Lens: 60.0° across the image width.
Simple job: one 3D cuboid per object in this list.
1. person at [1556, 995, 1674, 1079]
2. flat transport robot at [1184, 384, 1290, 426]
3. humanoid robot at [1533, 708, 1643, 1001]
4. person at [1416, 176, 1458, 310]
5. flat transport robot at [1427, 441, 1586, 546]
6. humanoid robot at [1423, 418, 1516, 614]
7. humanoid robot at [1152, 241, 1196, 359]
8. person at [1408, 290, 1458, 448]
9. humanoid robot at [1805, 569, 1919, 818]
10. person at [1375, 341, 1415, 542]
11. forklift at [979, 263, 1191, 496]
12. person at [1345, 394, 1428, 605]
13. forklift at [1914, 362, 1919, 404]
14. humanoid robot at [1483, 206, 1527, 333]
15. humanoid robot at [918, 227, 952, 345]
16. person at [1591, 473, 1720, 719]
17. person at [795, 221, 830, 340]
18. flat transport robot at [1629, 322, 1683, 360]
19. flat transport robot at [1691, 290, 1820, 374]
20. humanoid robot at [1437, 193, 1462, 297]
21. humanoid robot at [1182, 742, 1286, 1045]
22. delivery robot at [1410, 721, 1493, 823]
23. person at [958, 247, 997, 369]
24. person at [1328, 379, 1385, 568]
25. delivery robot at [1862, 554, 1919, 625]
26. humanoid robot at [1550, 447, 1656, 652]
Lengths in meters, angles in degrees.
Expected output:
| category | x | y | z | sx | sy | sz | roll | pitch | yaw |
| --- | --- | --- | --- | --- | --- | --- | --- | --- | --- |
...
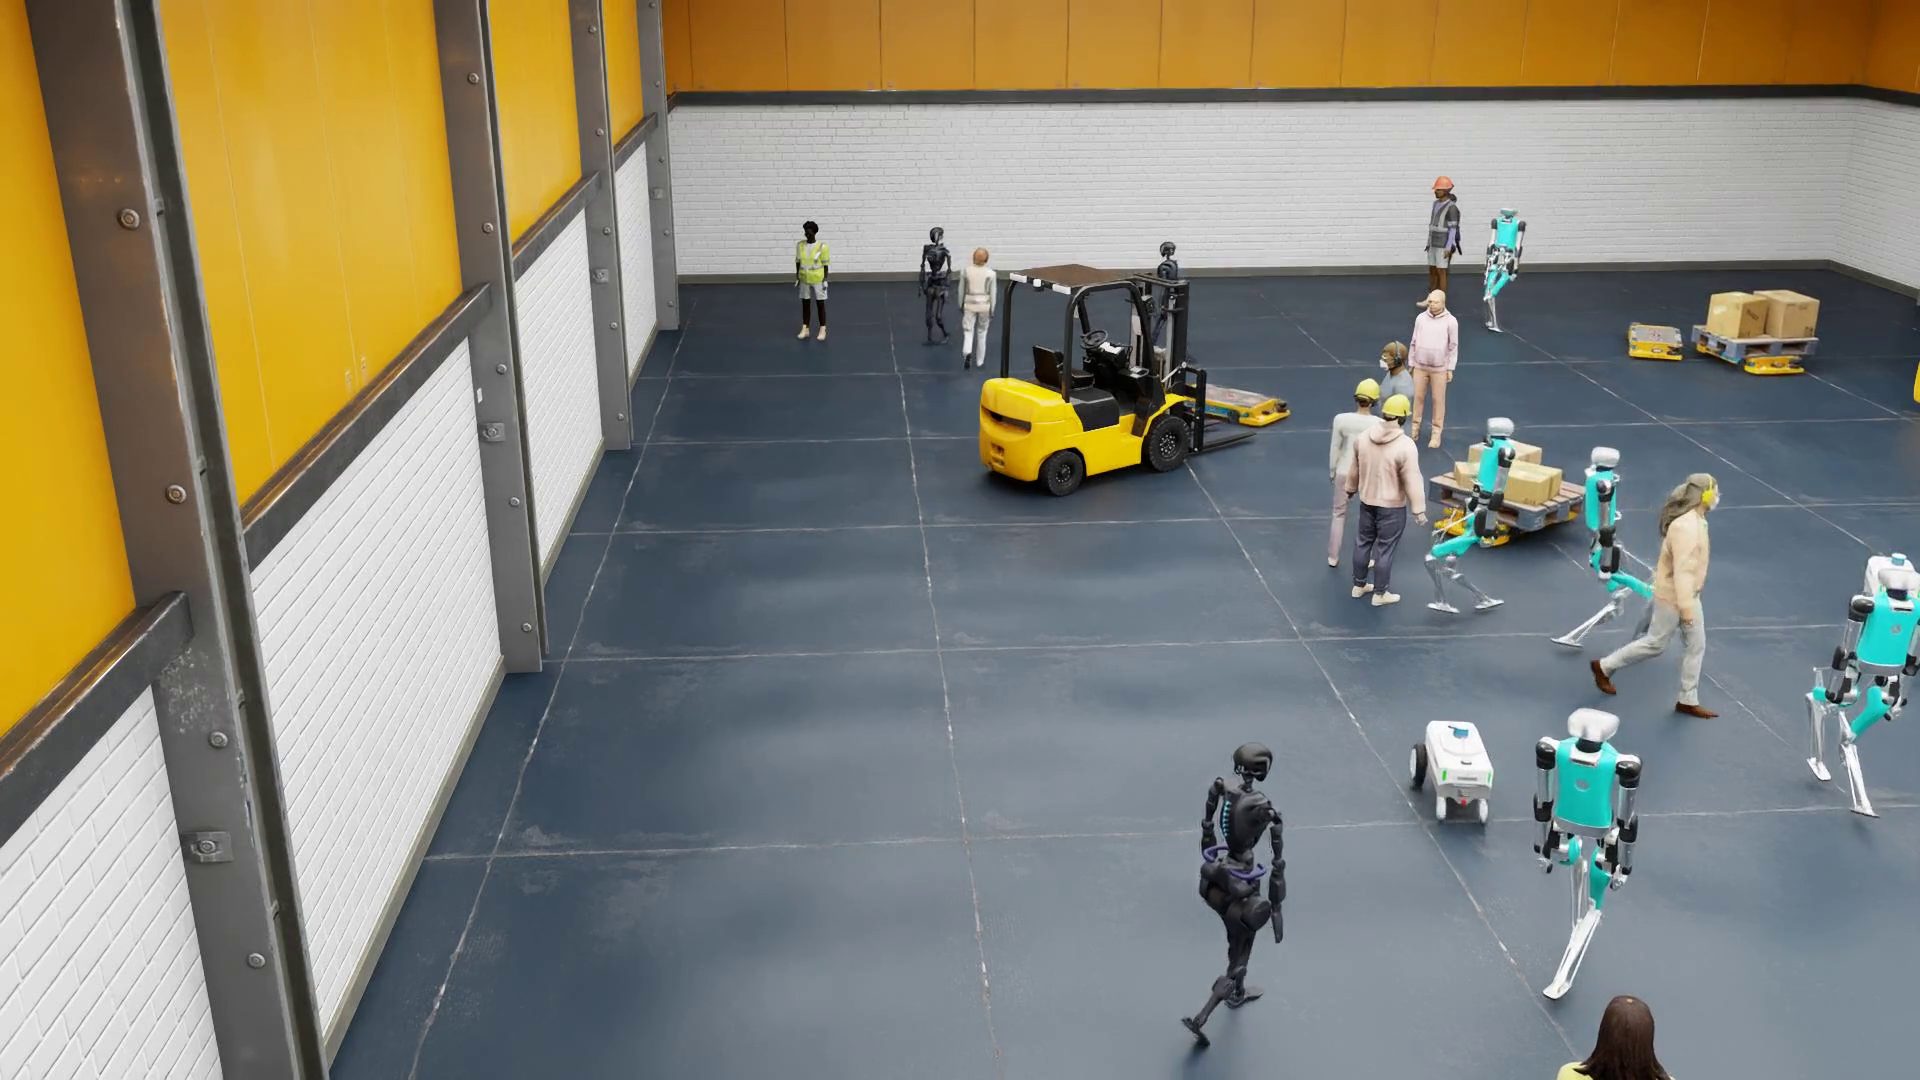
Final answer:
| category | x | y | z | sx | sy | sz | roll | pitch | yaw |
| --- | --- | --- | --- | --- | --- | --- | --- | --- | --- |
| person | 2.492 | 2.573 | 6.456 | 0.472 | 1.764 | 0.364 | 5 | 21 | 14 |
| flat transport robot | 3.200 | -1.642 | 20.101 | 1.431 | 0.231 | 0.659 | 17 | 26 | 38 |
| humanoid robot | 3.460 | 1.625 | 9.118 | 0.541 | 1.735 | 1.004 | 13 | 24 | 31 |
| person | 7.283 | -4.512 | 25.349 | 0.374 | 2.041 | 0.614 | -5 | 21 | -14 |
| flat transport robot | 5.359 | -0.240 | 16.280 | 1.431 | 0.231 | 0.659 | -15 | 25 | -35 |
| humanoid robot | 4.206 | -0.155 | 13.922 | 0.915 | 1.766 | 0.541 | 0 | 20 | 0 |
| humanoid robot | 2.808 | -3.203 | 22.380 | 0.780 | 1.628 | 0.588 | 7 | 21 | 18 |
| person | 5.303 | -1.933 | 18.695 | 0.538 | 1.781 | 0.399 | 13 | 24 | 31 |
| humanoid robot | 5.927 | 0.937 | 10.970 | 0.555 | 1.742 | 1.036 | 2 | 20 | 4 |
| person | 4.099 | -0.941 | 15.785 | 0.362 | 1.932 | 0.627 | 2 | 20 | 5 |
| forklift | 1.315 | -1.764 | 17.646 | 2.313 | 2.155 | 1.214 | -14 | 24 | -33 |
| person | 3.618 | -0.338 | 14.251 | 0.436 | 1.856 | 0.811 | -16 | 26 | -37 |
| forklift | 12.602 | -2.435 | 19.475 | 2.313 | 2.155 | 1.214 | -1 | 20 | -4 |
| humanoid robot | 7.769 | -3.907 | 24.144 | 0.881 | 1.773 | 0.585 | -19 | 27 | -42 |
| humanoid robot | -0.331 | -3.541 | 23.237 | 0.585 | 1.666 | 0.425 | 16 | 26 | 37 |
| person | 5.260 | 0.381 | 12.314 | 0.871 | 1.834 | 0.559 | 14 | 25 | 34 |
| person | -2.098 | -3.682 | 23.584 | 0.532 | 1.696 | 0.319 | 7 | 21 | 19 |
| flat transport robot | 9.675 | -2.762 | 23.152 | 0.659 | 0.231 | 1.431 | 7 | 21 | 19 |
| flat transport robot | 10.641 | -2.487 | 22.403 | 0.659 | 0.231 | 1.431 | -3 | 20 | -9 |
| humanoid robot | 7.678 | -4.640 | 26.227 | 0.593 | 1.647 | 0.345 | -14 | 24 | -33 |
| humanoid robot | 1.402 | 1.815 | 8.679 | 0.702 | 1.638 | 0.609 | -14 | 25 | -34 |
| delivery robot | 3.325 | 1.503 | 11.143 | 0.499 | 0.613 | 0.789 | 2 | 20 | 6 |
| person | 0.225 | -3.042 | 21.946 | 0.522 | 1.613 | 0.617 | 2 | 20 | 4 |
| person | 3.612 | -0.597 | 15.100 | 0.528 | 1.759 | 0.371 | 8 | 22 | 21 |
| delivery robot | 7.892 | 0.428 | 14.072 | 0.499 | 0.612 | 0.809 | 7 | 21 | 19 |
| humanoid robot | 5.273 | 0.132 | 13.149 | 0.946 | 1.759 | 0.531 | 3 | 20 | 9 |
